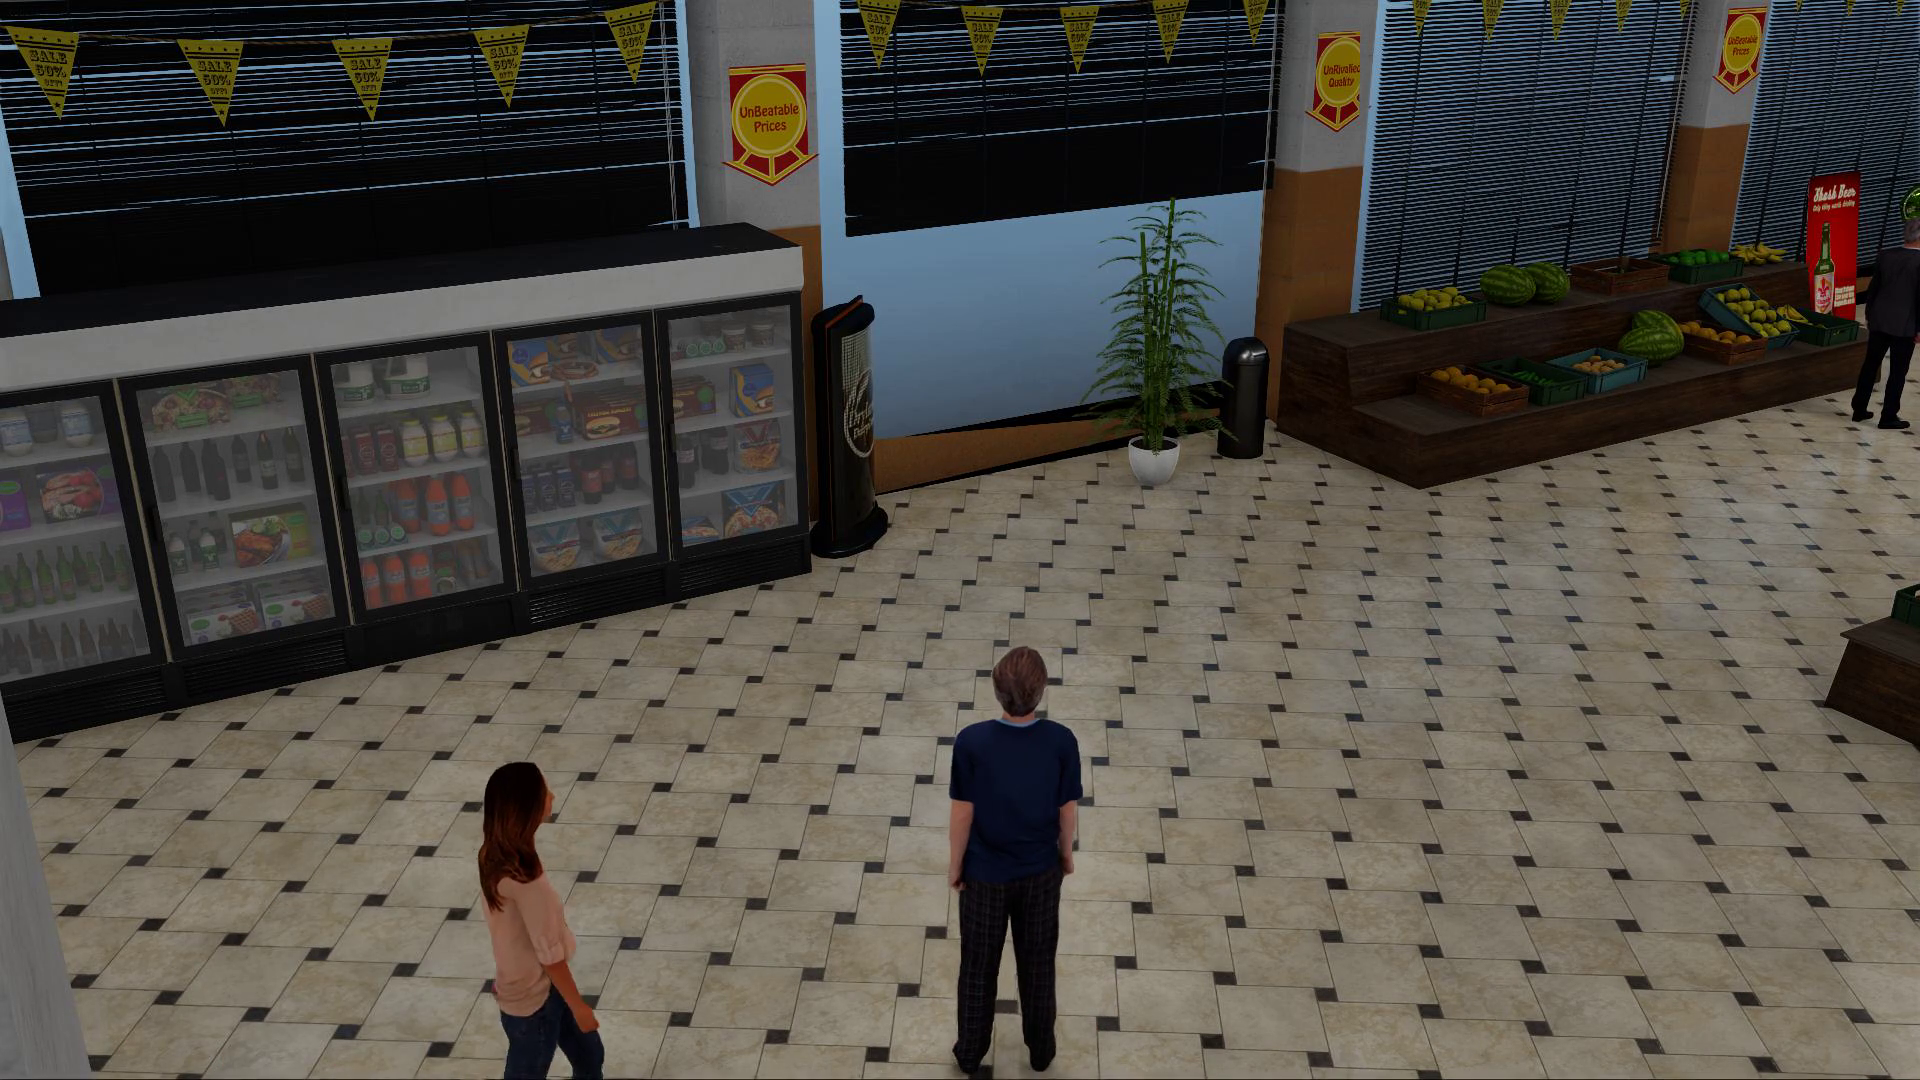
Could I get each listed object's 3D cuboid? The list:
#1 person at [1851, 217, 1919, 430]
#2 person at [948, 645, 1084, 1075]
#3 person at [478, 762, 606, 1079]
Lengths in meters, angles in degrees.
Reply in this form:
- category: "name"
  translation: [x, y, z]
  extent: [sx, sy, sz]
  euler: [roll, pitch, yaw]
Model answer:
- category: "person"
  translation: [8.130, -1.899, 14.445]
  extent: [0.571, 1.839, 0.724]
  euler: [-11, 24, -26]
- category: "person"
  translation: [0.216, 1.284, 6.483]
  extent: [0.664, 1.869, 0.812]
  euler: [-2, 22, -5]
- category: "person"
  translation: [-1.572, 1.630, 5.779]
  extent: [1.171, 1.754, 0.682]
  euler: [-9, 23, -20]
